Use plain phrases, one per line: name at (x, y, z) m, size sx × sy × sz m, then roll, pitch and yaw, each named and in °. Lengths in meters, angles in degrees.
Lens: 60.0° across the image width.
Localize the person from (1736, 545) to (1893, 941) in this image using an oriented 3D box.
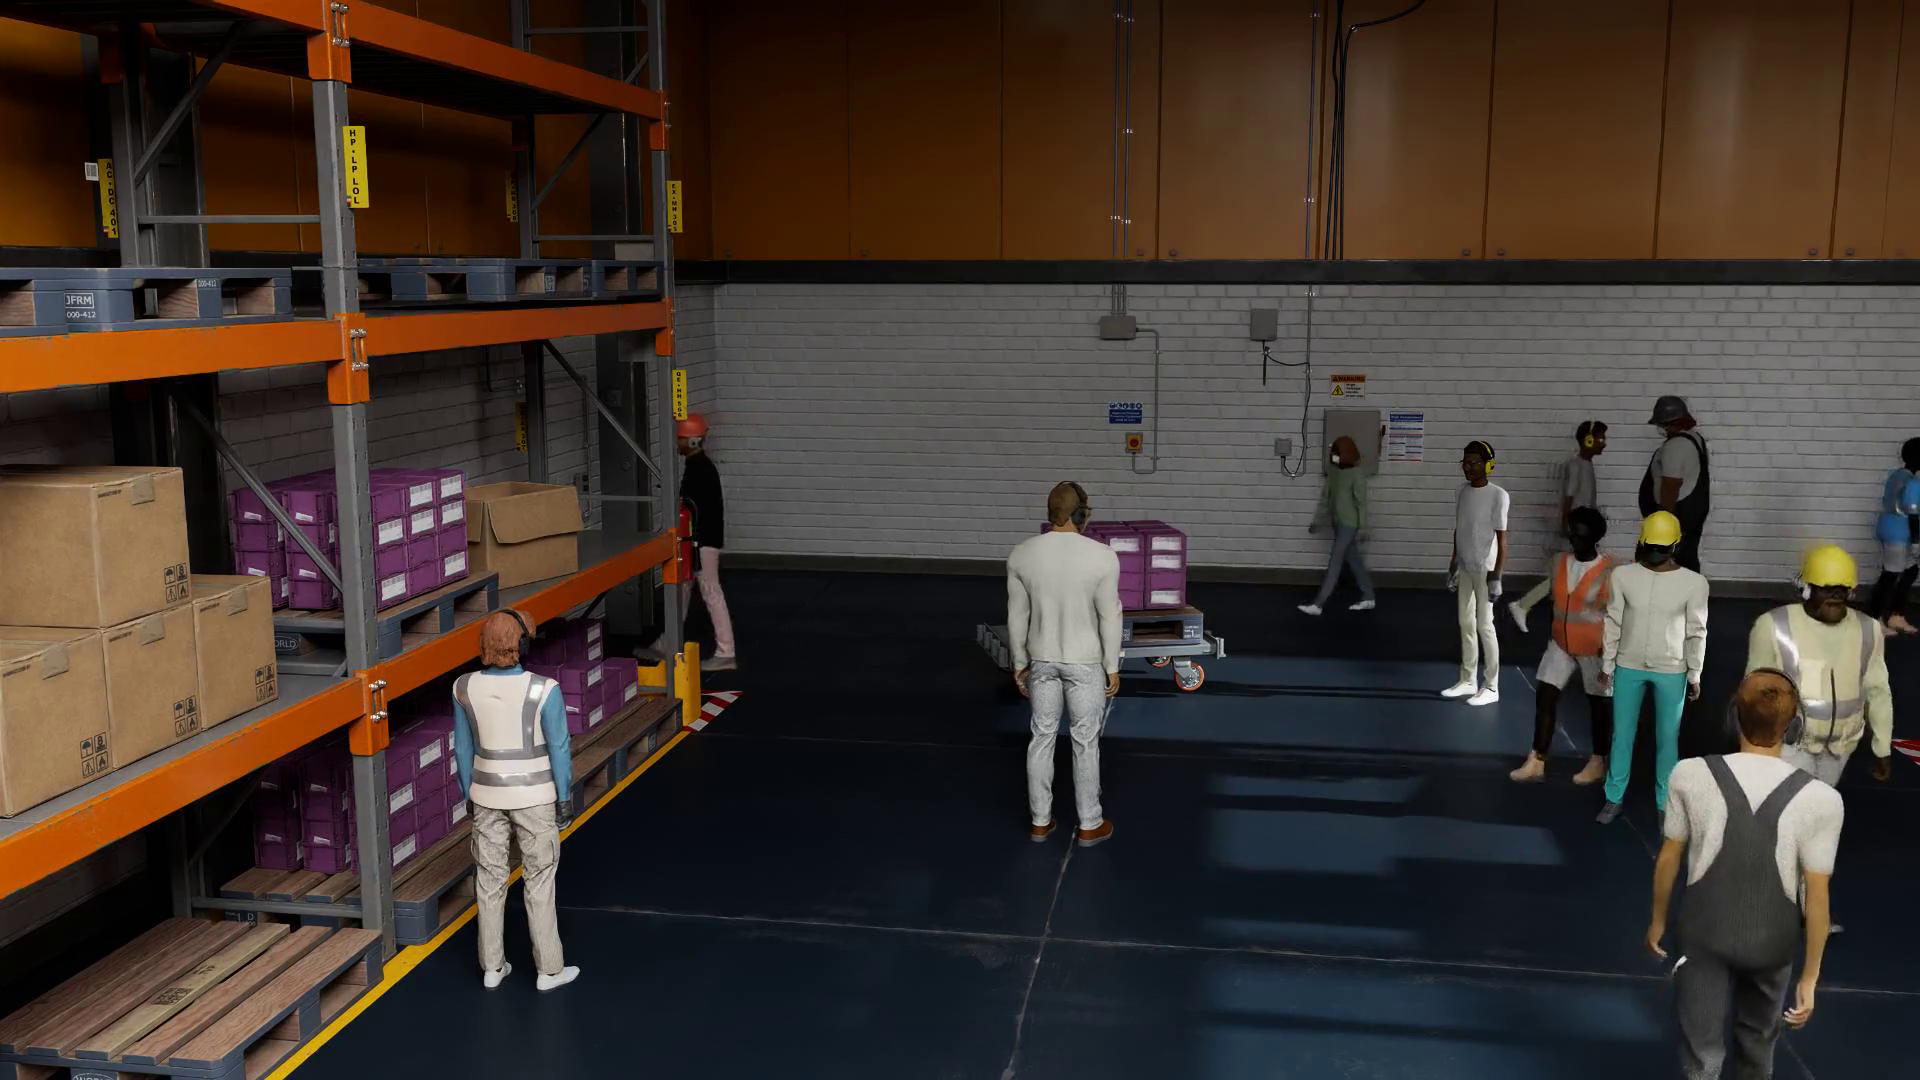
person at (3.949, 0.917, 7.610) m, size 0.623 × 1.781 × 0.912 m, roll 0°, pitch 9°, yaw 2°

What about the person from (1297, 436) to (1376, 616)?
person at (3.364, -0.124, 14.669) m, size 0.872 × 1.586 × 0.513 m, roll -3°, pitch 10°, yaw -16°

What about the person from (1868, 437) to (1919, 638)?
person at (7.775, -0.011, 13.669) m, size 0.559 × 1.664 × 0.567 m, roll 2°, pitch 9°, yaw 14°

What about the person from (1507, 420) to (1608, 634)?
person at (4.947, -0.068, 13.624) m, size 0.820 × 1.842 × 0.555 m, roll 6°, pitch 11°, yaw 31°

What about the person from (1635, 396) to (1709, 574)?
person at (5.946, -0.243, 13.997) m, size 0.706 × 2.000 × 0.683 m, roll -9°, pitch 13°, yaw -44°

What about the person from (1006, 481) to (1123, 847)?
person at (0.555, 0.654, 8.789) m, size 0.627 × 1.936 × 0.373 m, roll 4°, pitch 10°, yaw 22°

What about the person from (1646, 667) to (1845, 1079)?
person at (2.470, 1.293, 5.290) m, size 0.532 × 1.807 × 0.955 m, roll 4°, pitch 10°, yaw 24°

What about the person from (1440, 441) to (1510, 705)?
person at (3.623, 0.227, 11.678) m, size 0.328 × 1.860 × 0.518 m, roll -4°, pitch 10°, yaw -23°

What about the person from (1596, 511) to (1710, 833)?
person at (3.744, 0.707, 9.007) m, size 0.524 × 1.760 × 0.327 m, roll 5°, pitch 11°, yaw 29°

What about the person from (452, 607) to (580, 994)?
person at (-1.863, 1.096, 6.971) m, size 0.512 × 1.641 × 0.307 m, roll 2°, pitch 9°, yaw 10°

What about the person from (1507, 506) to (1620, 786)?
person at (3.548, 0.638, 9.672) m, size 0.733 × 1.667 × 0.545 m, roll -6°, pitch 11°, yaw -31°

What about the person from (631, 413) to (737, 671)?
person at (-2.115, 0.025, 12.578) m, size 0.871 × 1.960 × 0.650 m, roll -1°, pitch 9°, yaw -9°
